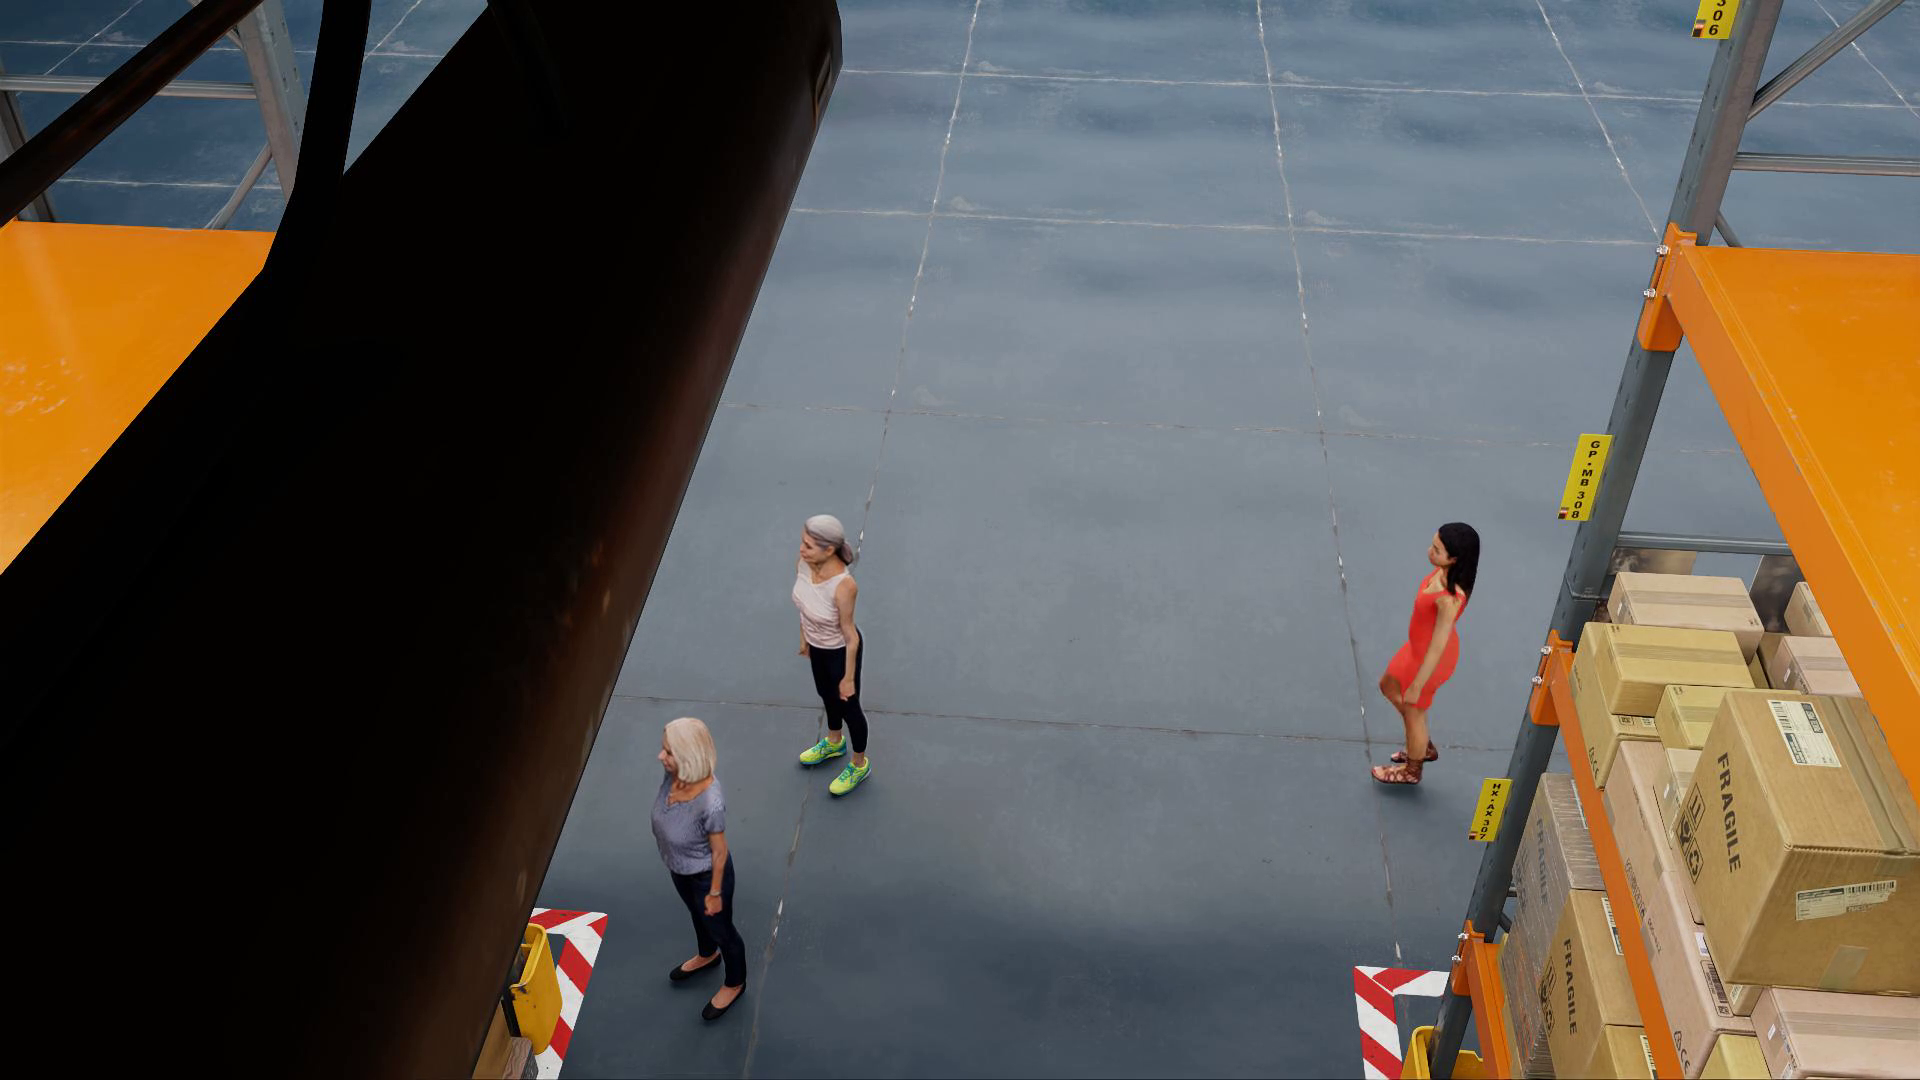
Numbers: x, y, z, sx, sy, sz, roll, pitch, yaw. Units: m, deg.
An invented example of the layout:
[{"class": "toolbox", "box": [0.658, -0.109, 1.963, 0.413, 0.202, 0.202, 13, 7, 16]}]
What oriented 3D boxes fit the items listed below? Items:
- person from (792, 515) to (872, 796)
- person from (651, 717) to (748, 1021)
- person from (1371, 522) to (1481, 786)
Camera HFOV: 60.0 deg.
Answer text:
[{"class": "person", "box": [-0.635, 0.560, 8.402, 0.745, 1.701, 0.674, -25, 44, -28]}, {"class": "person", "box": [-1.137, 1.415, 7.291, 0.710, 1.722, 0.643, -25, 45, -29]}, {"class": "person", "box": [2.429, 0.607, 8.336, 0.692, 1.707, 0.554, 7, 39, 9]}]
